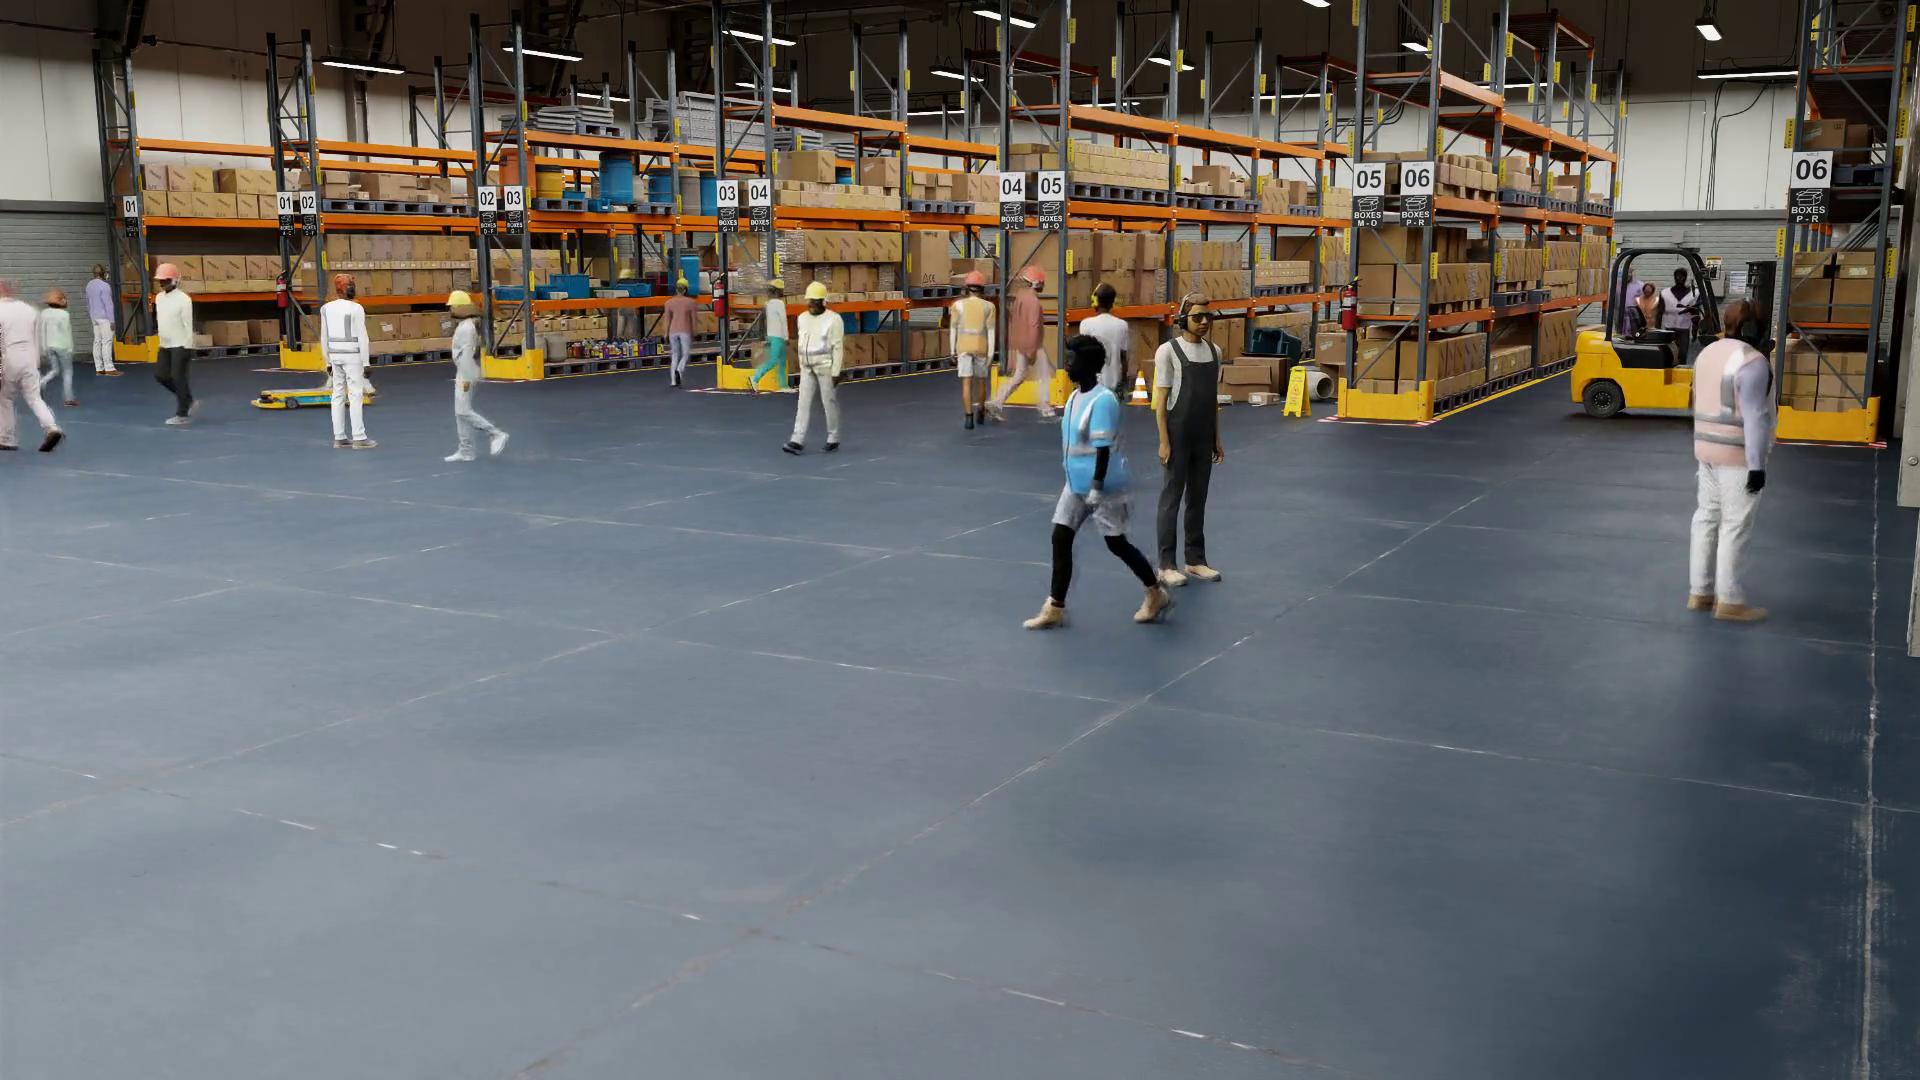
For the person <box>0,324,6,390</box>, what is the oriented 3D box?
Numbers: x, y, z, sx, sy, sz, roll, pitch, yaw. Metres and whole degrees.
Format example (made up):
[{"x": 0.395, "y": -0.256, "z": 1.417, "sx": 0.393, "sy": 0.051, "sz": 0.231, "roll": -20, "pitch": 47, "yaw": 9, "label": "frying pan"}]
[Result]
[{"x": -10.165, "y": -1.713, "z": 17.173, "sx": 0.591, "sy": 1.721, "sz": 0.606, "roll": -6, "pitch": 12, "yaw": -33, "label": "person"}]

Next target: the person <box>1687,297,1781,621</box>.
[{"x": 4.450, "y": -0.467, "z": 9.562, "sx": 0.429, "sy": 1.842, "sz": 0.631, "roll": -1, "pitch": 10, "yaw": -6, "label": "person"}]

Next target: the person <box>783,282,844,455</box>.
[{"x": -1.513, "y": -1.780, "z": 17.361, "sx": 0.619, "sy": 1.795, "sz": 0.763, "roll": 6, "pitch": 11, "yaw": 30, "label": "person"}]

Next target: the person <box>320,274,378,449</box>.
[{"x": -6.609, "y": -1.921, "z": 17.943, "sx": 0.582, "sy": 1.882, "sz": 0.338, "roll": 4, "pitch": 10, "yaw": 22, "label": "person"}]

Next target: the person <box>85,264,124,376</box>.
[{"x": -14.828, "y": -3.799, "z": 28.779, "sx": 0.636, "sy": 1.939, "sz": 0.364, "roll": 6, "pitch": 11, "yaw": 31, "label": "person"}]

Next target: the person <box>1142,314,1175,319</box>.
[{"x": 3.685, "y": -4.181, "z": 31.153, "sx": 0.594, "sy": 1.897, "sz": 0.739, "roll": 6, "pitch": 11, "yaw": 32, "label": "person"}]

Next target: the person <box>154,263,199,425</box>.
[{"x": -9.668, "y": -2.409, "z": 20.490, "sx": 0.624, "sy": 1.982, "sz": 0.470, "roll": 5, "pitch": 11, "yaw": 29, "label": "person"}]

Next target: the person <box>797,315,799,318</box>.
[{"x": -2.595, "y": -3.933, "z": 29.594, "sx": 0.630, "sy": 1.933, "sz": 0.356, "roll": 0, "pitch": 10, "yaw": -2, "label": "person"}]

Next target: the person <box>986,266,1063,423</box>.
[{"x": 0.799, "y": -2.402, "z": 20.538, "sx": 0.945, "sy": 1.963, "sz": 0.607, "roll": -3, "pitch": 10, "yaw": -19, "label": "person"}]

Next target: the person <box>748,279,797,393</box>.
[{"x": -2.829, "y": -3.050, "z": 24.980, "sx": 0.749, "sy": 1.737, "sz": 0.536, "roll": -5, "pitch": 11, "yaw": -26, "label": "person"}]

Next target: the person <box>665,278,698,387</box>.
[{"x": -4.436, "y": -3.270, "z": 26.310, "sx": 0.539, "sy": 1.724, "sz": 0.582, "roll": 2, "pitch": 10, "yaw": 12, "label": "person"}]

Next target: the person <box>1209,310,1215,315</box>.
[{"x": 5.008, "y": -4.724, "z": 34.400, "sx": 0.635, "sy": 1.870, "sz": 0.960, "roll": 6, "pitch": 12, "yaw": 32, "label": "person"}]

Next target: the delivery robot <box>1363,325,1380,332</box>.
[{"x": 9.403, "y": -4.638, "z": 37.464, "sx": 0.707, "sy": 0.478, "sz": 0.477, "roll": -1, "pitch": 10, "yaw": -5, "label": "delivery robot"}]

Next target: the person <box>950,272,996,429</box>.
[{"x": 0.160, "y": -2.312, "z": 20.253, "sx": 0.551, "sy": 1.885, "sz": 1.008, "roll": 0, "pitch": 10, "yaw": -2, "label": "person"}]

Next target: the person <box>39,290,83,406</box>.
[{"x": -12.492, "y": -2.640, "z": 22.951, "sx": 0.498, "sy": 1.613, "sz": 0.558, "roll": 4, "pitch": 10, "yaw": 22, "label": "person"}]

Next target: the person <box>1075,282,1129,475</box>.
[{"x": 1.290, "y": -1.381, "z": 14.894, "sx": 0.526, "sy": 1.846, "sz": 0.749, "roll": -5, "pitch": 11, "yaw": -28, "label": "person"}]

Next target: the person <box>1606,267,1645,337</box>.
[{"x": 12.695, "y": -4.283, "z": 31.799, "sx": 0.680, "sy": 1.866, "sz": 0.913, "roll": 6, "pitch": 11, "yaw": 29, "label": "person"}]

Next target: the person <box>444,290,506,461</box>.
[{"x": -4.955, "y": -1.652, "z": 16.798, "sx": 0.510, "sy": 1.730, "sz": 0.496, "roll": -4, "pitch": 11, "yaw": -23, "label": "person"}]

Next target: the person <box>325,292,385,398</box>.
[{"x": -8.918, "y": -2.849, "z": 24.242, "sx": 0.866, "sy": 1.591, "sz": 0.518, "roll": -1, "pitch": 10, "yaw": -3, "label": "person"}]

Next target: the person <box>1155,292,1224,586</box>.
[{"x": 1.462, "y": -0.638, "z": 10.546, "sx": 0.508, "sy": 1.846, "sz": 0.345, "roll": -6, "pitch": 12, "yaw": -33, "label": "person"}]

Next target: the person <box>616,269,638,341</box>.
[{"x": -6.738, "y": -4.521, "z": 33.412, "sx": 0.626, "sy": 1.792, "sz": 0.873, "roll": 4, "pitch": 11, "yaw": 23, "label": "person"}]

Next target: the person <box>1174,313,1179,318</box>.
[{"x": 5.291, "y": -5.742, "z": 41.030, "sx": 0.308, "sy": 1.639, "sz": 0.524, "roll": 4, "pitch": 10, "yaw": 22, "label": "person"}]

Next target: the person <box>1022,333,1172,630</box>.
[{"x": 0.796, "y": -0.321, "z": 9.251, "sx": 0.855, "sy": 1.659, "sz": 0.533, "roll": -4, "pitch": 11, "yaw": -23, "label": "person"}]

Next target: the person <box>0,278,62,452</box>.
[{"x": -9.990, "y": -1.849, "z": 17.613, "sx": 0.905, "sy": 1.860, "sz": 0.662, "roll": 4, "pitch": 10, "yaw": 22, "label": "person"}]

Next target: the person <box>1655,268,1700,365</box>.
[{"x": 10.909, "y": -3.184, "z": 25.347, "sx": 0.610, "sy": 1.871, "sz": 0.961, "roll": 5, "pitch": 11, "yaw": 26, "label": "person"}]

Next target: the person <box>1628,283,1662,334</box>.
[{"x": 12.139, "y": -3.747, "z": 29.489, "sx": 0.529, "sy": 1.594, "sz": 0.859, "roll": 6, "pitch": 12, "yaw": 33, "label": "person"}]

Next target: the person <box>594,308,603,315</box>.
[{"x": -8.502, "y": -5.646, "z": 39.510, "sx": 0.613, "sy": 1.963, "sz": 0.361, "roll": 8, "pitch": 13, "yaw": 41, "label": "person"}]

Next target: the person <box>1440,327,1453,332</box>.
[{"x": 11.008, "y": -5.467, "z": 38.374, "sx": 0.820, "sy": 2.013, "sz": 0.618, "roll": 6, "pitch": 11, "yaw": 31, "label": "person"}]

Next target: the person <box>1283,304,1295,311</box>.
[{"x": 7.822, "y": -5.638, "z": 39.854, "sx": 0.806, "sy": 1.830, "sz": 0.554, "roll": 2, "pitch": 10, "yaw": 11, "label": "person"}]

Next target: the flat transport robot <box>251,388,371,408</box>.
[{"x": -8.952, "y": -1.968, "z": 22.936, "sx": 1.431, "sy": 0.197, "sz": 0.652, "roll": -6, "pitch": 12, "yaw": -33, "label": "flat transport robot"}]
